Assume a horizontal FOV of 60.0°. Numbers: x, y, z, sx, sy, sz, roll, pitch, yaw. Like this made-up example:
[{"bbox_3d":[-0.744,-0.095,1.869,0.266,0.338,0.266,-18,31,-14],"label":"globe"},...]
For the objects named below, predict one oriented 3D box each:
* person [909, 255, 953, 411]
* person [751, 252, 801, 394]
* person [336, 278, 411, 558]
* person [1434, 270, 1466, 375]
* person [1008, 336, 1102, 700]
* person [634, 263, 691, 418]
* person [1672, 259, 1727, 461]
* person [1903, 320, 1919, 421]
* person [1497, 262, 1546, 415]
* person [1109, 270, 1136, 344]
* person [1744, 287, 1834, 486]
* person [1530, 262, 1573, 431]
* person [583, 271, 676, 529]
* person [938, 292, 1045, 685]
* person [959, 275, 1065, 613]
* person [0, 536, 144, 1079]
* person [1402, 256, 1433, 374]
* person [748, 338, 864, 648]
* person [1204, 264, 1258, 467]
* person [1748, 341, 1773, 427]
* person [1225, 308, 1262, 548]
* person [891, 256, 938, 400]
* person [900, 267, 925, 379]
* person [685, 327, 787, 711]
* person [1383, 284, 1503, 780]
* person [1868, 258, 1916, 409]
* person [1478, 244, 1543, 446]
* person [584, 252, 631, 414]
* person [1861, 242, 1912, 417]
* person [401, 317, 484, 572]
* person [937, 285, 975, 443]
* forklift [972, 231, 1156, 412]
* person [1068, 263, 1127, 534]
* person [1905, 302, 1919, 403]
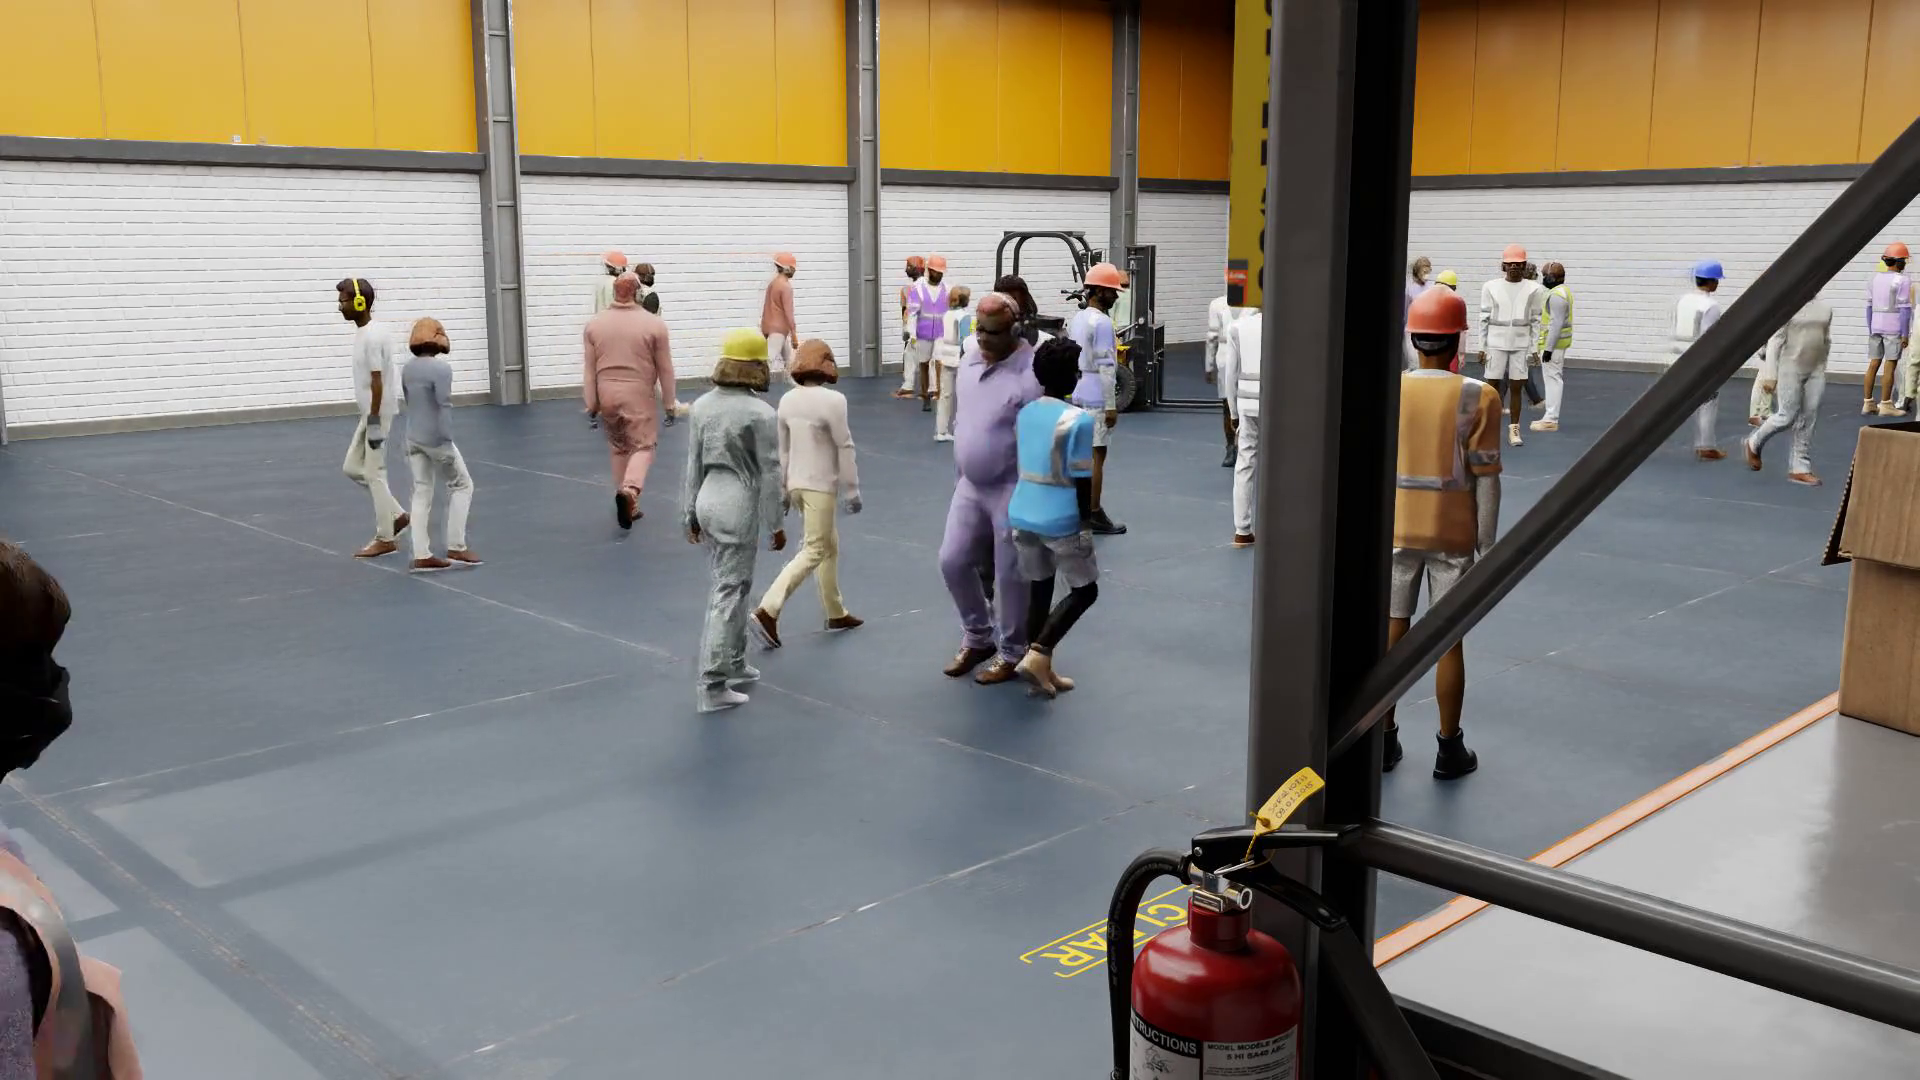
[{"bbox_3d":[-0.321,-2.442,19.869,0.563,1.877,1.009,-1,10,-8],"label":"person"},{"bbox_3d":[-2.272,-2.561,20.433,1.072,1.938,0.640,-4,11,-22],"label":"person"},{"bbox_3d":[-3.907,-0.813,11.083,0.363,1.858,0.597,-5,11,-24],"label":"person"},{"bbox_3d":[5.090,-1.952,17.535,0.317,1.769,0.523,-10,14,-43],"label":"person"},{"bbox_3d":[0.400,-0.078,7.557,0.402,1.687,0.536,-9,14,-40],"label":"person"},{"bbox_3d":[-3.591,-2.290,19.288,0.648,1.797,0.920,10,14,43],"label":"person"},{"bbox_3d":[6.864,-1.686,15.693,0.862,1.919,0.600,-3,11,-15],"label":"person"},{"bbox_3d":[7.894,-1.192,13.287,0.594,1.807,0.780,8,13,36],"label":"person"},{"bbox_3d":[6.742,-2.373,19.723,0.944,1.797,0.541,-2,11,-10],"label":"person"},{"bbox_3d":[2.305,-3.036,23.808,0.501,1.633,0.281,-7,12,-32],"label":"person"},{"bbox_3d":[7.189,-1.444,14.348,0.641,1.922,0.712,-3,11,-18],"label":"person"},{"bbox_3d":[6.476,-2.115,18.238,0.430,1.838,0.619,5,11,23],"label":"person"},{"bbox_3d":[-2.431,-1.007,12.115,0.653,1.880,0.786,2,11,10],"label":"person"},{"bbox_3d":[0.162,-0.224,7.824,0.504,1.872,0.726,-9,14,-42],"label":"person"},{"bbox_3d":[0.283,-0.505,9.231,0.591,1.917,0.379,1,10,3],"label":"person"},{"bbox_3d":[-1.149,0.897,1.855,0.477,1.828,0.619,-8,13,-36],"label":"person"},{"bbox_3d":[5.239,-2.352,19.385,0.633,1.903,0.866,-7,12,-34],"label":"person"},{"bbox_3d":[-0.822,-0.257,8.733,0.776,1.600,0.514,-9,14,-41],"label":"person"},{"bbox_3d":[2.528,-1.614,15.268,0.561,1.920,0.407,5,11,23],"label":"person"},{"bbox_3d":[9.106,-2.197,18.605,0.535,1.865,0.312,-8,13,-36],"label":"person"},{"bbox_3d":[2.065,-0.860,11.264,0.572,1.883,0.353,9,14,41],"label":"person"},{"bbox_3d":[-0.612,-2.740,21.562,0.782,1.855,0.596,0,10,-2],"label":"person"},{"bbox_3d":[-0.639,-3.222,24.680,0.529,1.690,0.321,3,11,17],"label":"person"},{"bbox_3d":[-1.008,-0.104,7.597,0.493,1.713,0.655,8,13,37],"label":"person"},{"bbox_3d":[1.844,-0.022,6.546,0.545,1.938,0.357,5,12,28],"label":"person"},{"bbox_3d":[11.409,-2.541,20.414,0.457,1.896,0.602,-1,10,-3],"label":"person"},{"bbox_3d":[5.568,-1.969,16.868,0.605,2.045,0.379,2,11,13],"label":"person"},{"bbox_3d":[-4.140,-2.488,19.999,1.048,1.935,0.649,-9,14,-40],"label":"person"},{"bbox_3d":[10.973,-2.478,19.640,0.370,2.048,0.608,-3,11,-14],"label":"person"},{"bbox_3d":[-3.327,-0.613,10.622,0.528,1.608,0.560,8,13,38],"label":"person"},{"bbox_3d":[0.076,-1.816,17.193,0.758,1.606,0.541,-6,12,-30],"label":"person"},{"bbox_3d":[1.222,-2.721,20.561,2.313,2.155,1.214,2,11,13],"label":"forklift"},{"bbox_3d":[0.985,-1.008,11.940,0.376,1.931,0.542,-4,11,-20],"label":"person"},{"bbox_3d":[9.705,-1.795,16.530,0.588,1.822,0.403,0,10,0],"label":"person"}]
